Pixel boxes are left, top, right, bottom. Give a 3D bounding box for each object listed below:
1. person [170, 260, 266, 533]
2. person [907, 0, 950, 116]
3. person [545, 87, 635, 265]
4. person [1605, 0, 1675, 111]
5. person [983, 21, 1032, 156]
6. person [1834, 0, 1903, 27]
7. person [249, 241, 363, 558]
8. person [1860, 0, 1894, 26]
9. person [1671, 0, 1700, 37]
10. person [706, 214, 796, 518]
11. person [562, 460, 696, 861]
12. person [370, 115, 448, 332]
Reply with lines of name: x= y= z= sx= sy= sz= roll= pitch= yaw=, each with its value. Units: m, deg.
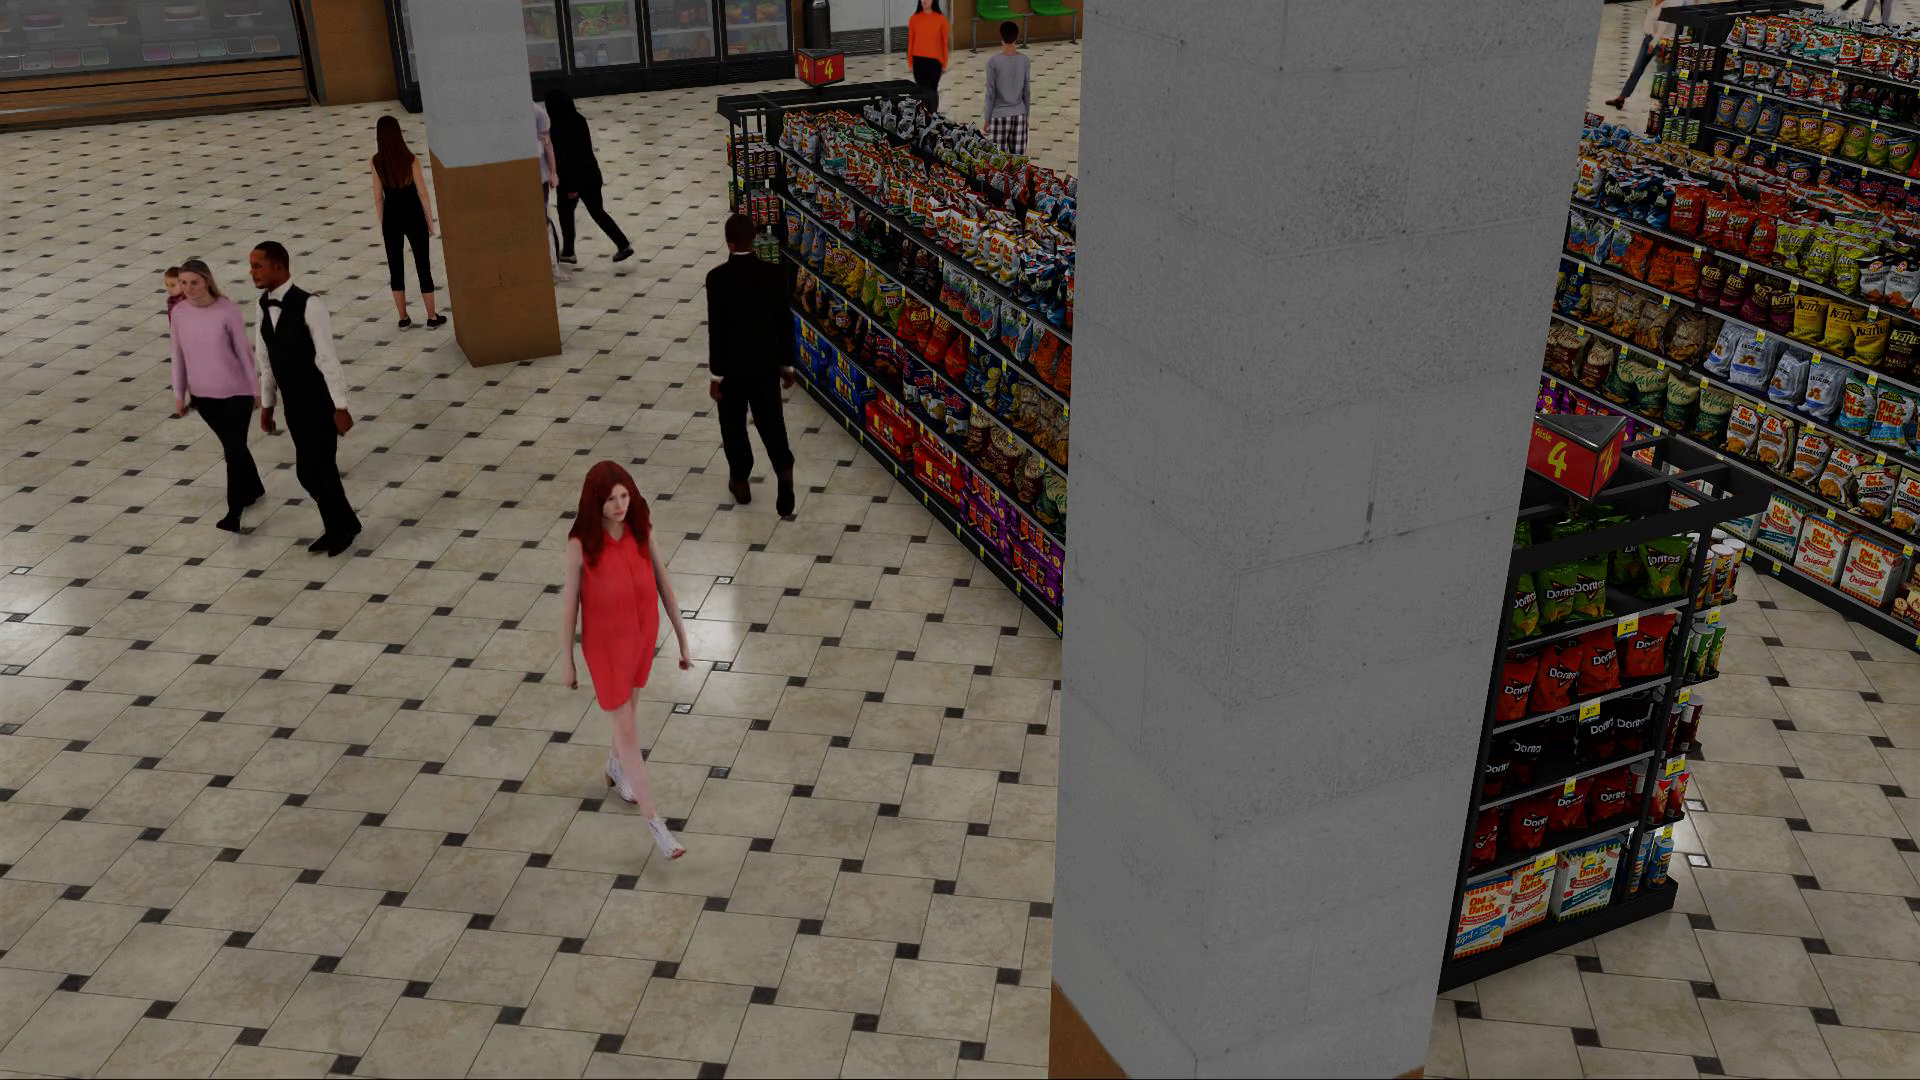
person: x=-4.504 y=-0.921 z=10.231 sx=0.942 sy=1.650 sz=1.130 roll=1 pitch=27 yaw=1
person: x=-0.349 y=-5.461 z=19.108 sx=1.056 sy=1.718 sz=1.178 roll=7 pitch=28 yaw=13
person: x=-3.320 y=-3.184 z=14.783 sx=1.147 sy=1.568 sz=1.052 roll=11 pitch=29 yaw=21
person: x=8.579 y=-6.012 z=20.271 sx=0.945 sy=1.648 sz=1.065 roll=-2 pitch=27 yaw=-3
person: x=0.472 y=-4.167 z=16.413 sx=0.653 sy=1.847 sz=0.561 roll=-9 pitch=28 yaw=-17
person: x=14.190 y=-8.935 z=25.769 sx=1.294 sy=1.889 sz=1.177 roll=12 pitch=29 yaw=22
person: x=-3.771 y=-0.858 z=9.816 sx=0.790 sy=1.912 sz=0.892 roll=15 pitch=31 yaw=27
person: x=14.017 y=-8.426 z=25.121 sx=0.977 sy=1.567 sz=1.129 roll=5 pitch=27 yaw=9
person: x=9.709 y=-7.142 z=22.438 sx=0.980 sy=1.705 sz=1.117 roll=6 pitch=27 yaw=11
person: x=-1.264 y=-1.027 z=10.181 sx=0.723 sy=1.883 sz=1.096 roll=-11 pitch=29 yaw=-20
person: x=-1.537 y=0.467 z=7.341 sx=0.845 sy=1.788 sz=1.140 roll=-22 pitch=34 yaw=-36
person: x=-4.459 y=-2.532 z=13.324 sx=0.638 sy=1.726 sz=0.617 roll=-2 pitch=27 yaw=-4
